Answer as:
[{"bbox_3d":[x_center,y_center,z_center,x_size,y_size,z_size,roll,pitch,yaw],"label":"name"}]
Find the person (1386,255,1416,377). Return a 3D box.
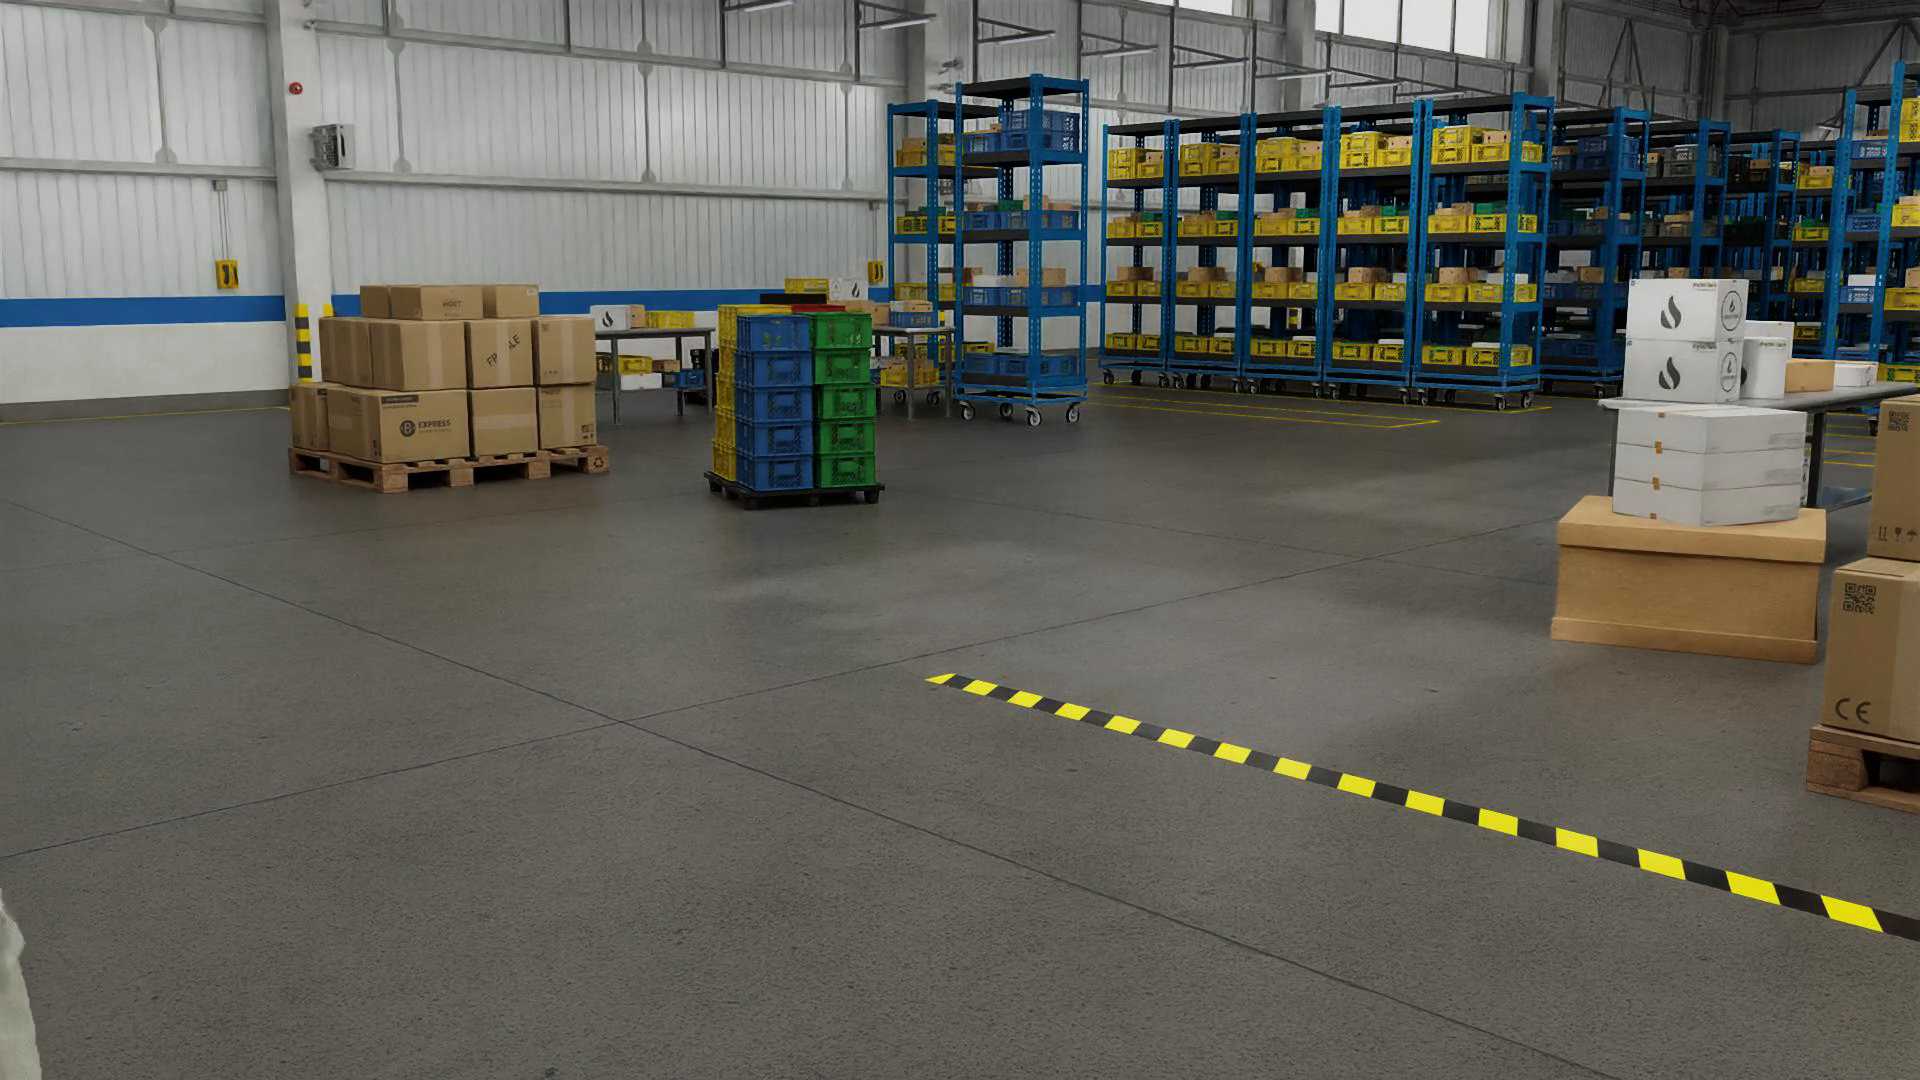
[{"bbox_3d":[6.559,-3.293,24.601,0.613,1.824,0.592,8,12,38],"label":"person"}]

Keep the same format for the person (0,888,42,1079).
[{"bbox_3d":[-1.031,0.614,1.336,0.535,1.747,0.622,-8,12,-40],"label":"person"}]
